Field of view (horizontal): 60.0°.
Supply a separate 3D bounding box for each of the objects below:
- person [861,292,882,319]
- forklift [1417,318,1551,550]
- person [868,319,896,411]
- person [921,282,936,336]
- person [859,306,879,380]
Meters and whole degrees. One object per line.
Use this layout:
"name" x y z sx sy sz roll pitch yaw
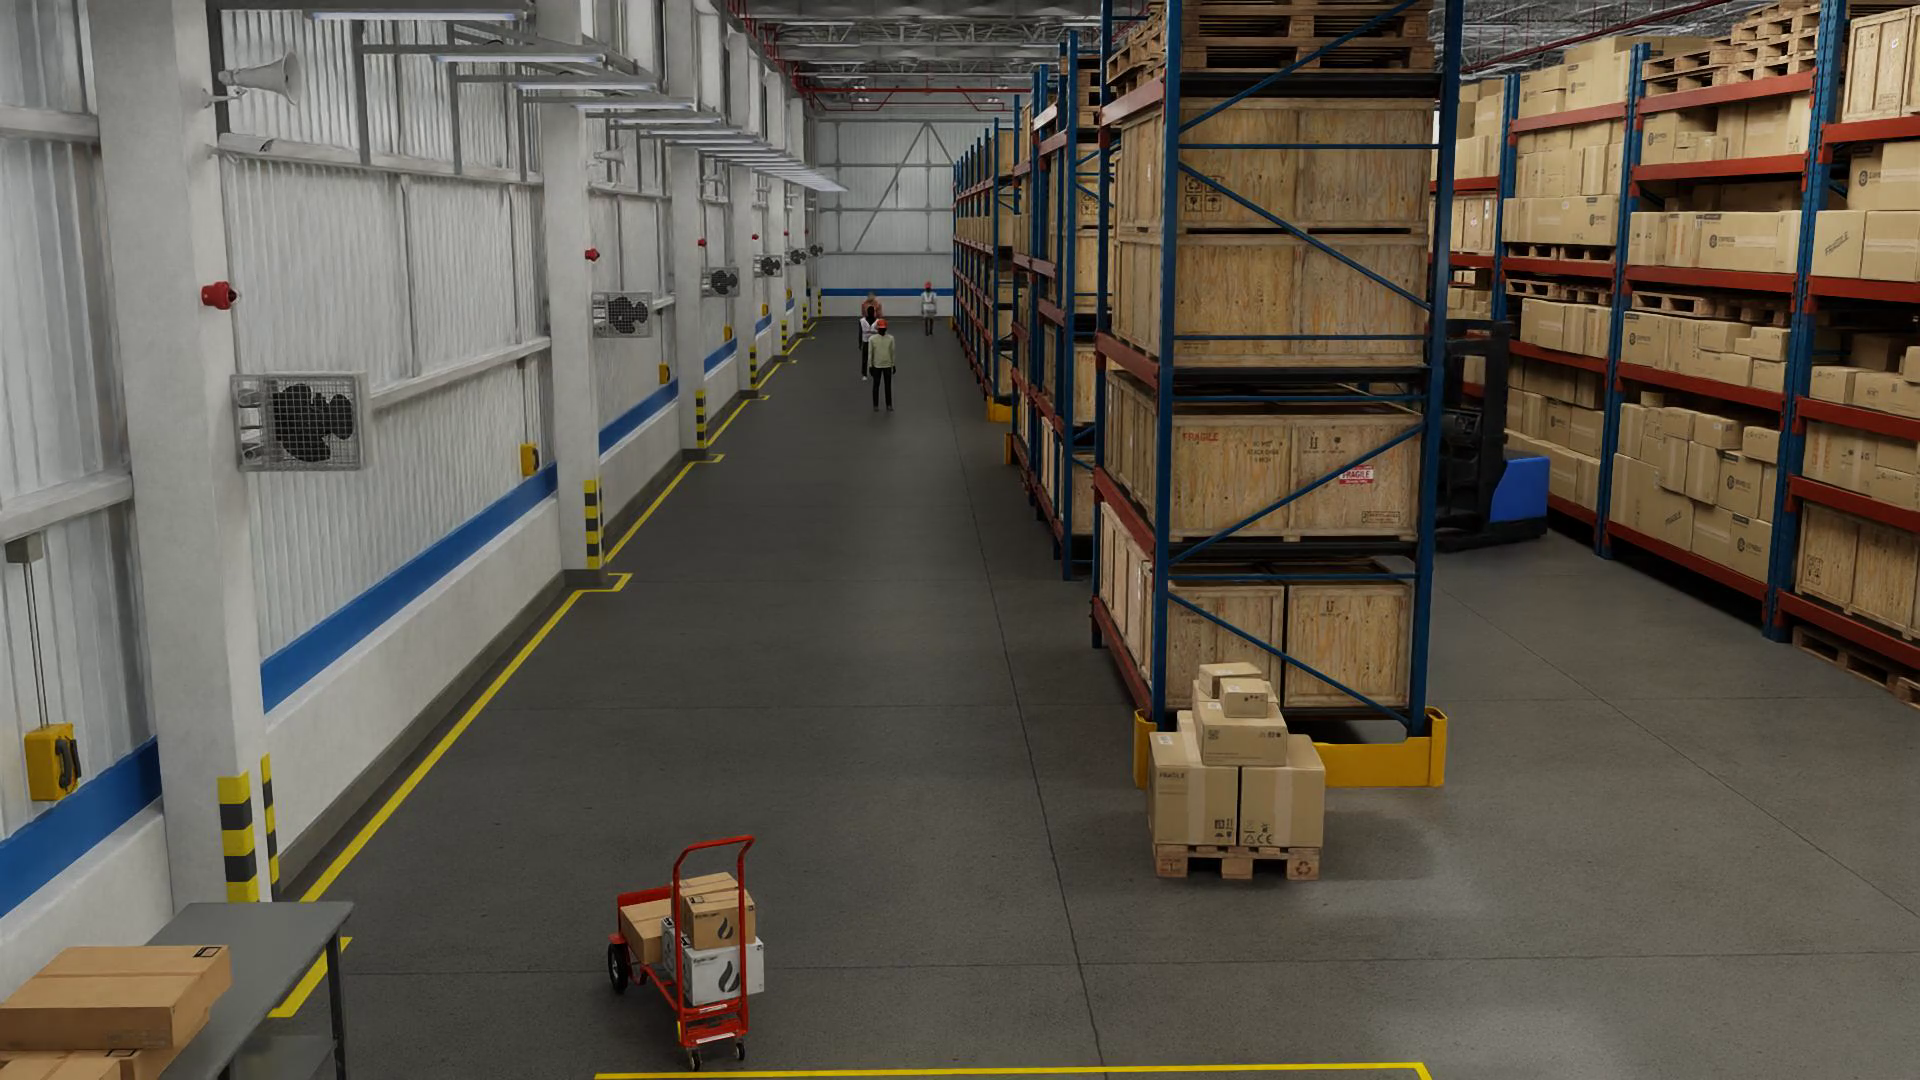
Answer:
"person" -2.757 -6.805 51.943 0.648 1.860 0.997 0 11 2
"forklift" 6.521 -1.401 21.140 1.873 2.768 1.129 -6 12 -28
"person" -1.664 -3.755 35.726 0.618 1.986 0.407 -3 11 -16
"person" -1.115 -8.243 59.262 0.552 1.913 0.776 1 11 3
"person" -2.302 -5.044 42.638 0.600 1.907 0.397 -2 11 -10
